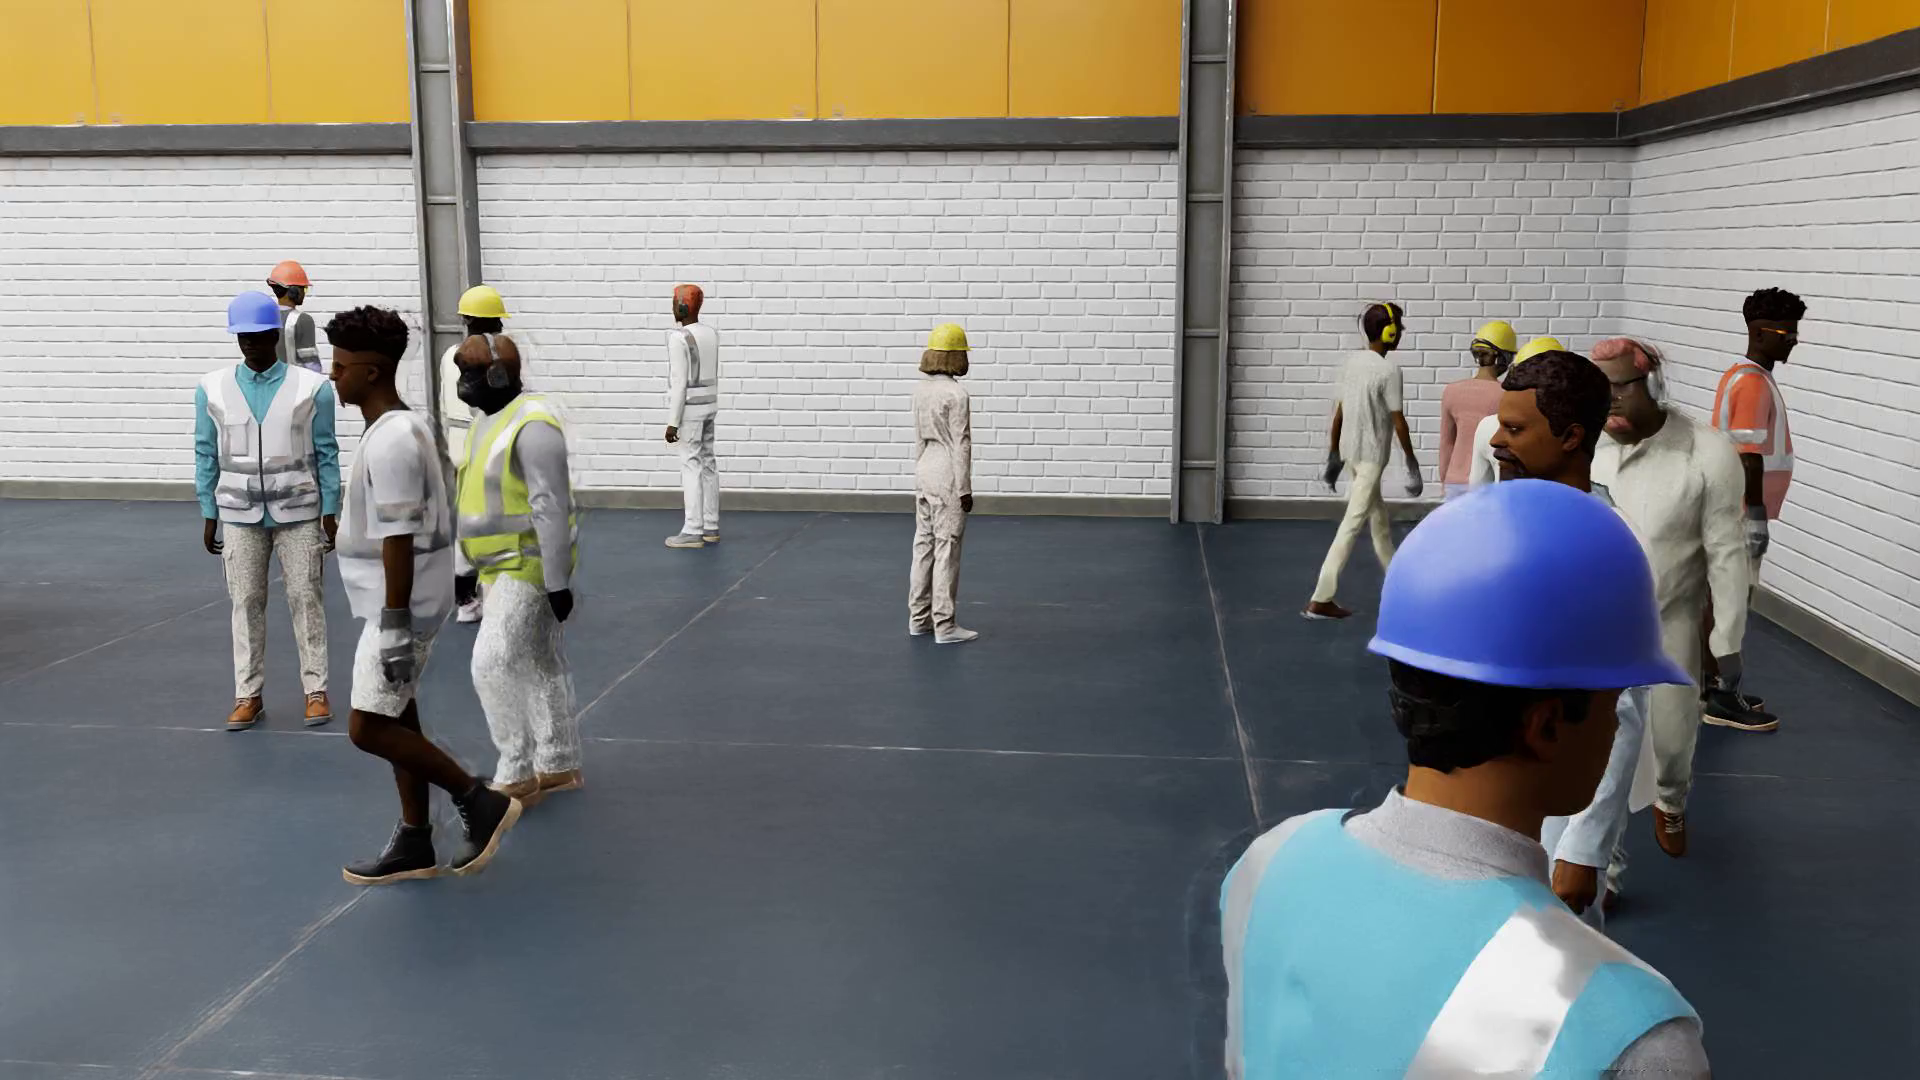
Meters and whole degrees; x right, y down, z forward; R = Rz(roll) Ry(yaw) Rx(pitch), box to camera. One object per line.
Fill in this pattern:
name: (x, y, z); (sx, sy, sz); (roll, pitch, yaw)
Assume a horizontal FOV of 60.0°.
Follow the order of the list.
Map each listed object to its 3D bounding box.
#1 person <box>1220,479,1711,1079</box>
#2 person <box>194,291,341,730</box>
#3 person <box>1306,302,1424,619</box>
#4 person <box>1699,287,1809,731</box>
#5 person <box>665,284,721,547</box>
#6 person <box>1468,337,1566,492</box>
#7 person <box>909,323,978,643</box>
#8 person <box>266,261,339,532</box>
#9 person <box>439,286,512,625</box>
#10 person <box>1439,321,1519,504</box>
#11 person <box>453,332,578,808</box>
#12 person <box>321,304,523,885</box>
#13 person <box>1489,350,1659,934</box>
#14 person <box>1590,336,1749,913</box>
person: (0.387, 0.900, 1.573); (0.641, 1.925, 0.614); (-3, 10, -17)
person: (-3.073, -0.128, 7.411); (0.607, 1.948, 0.389); (-2, 10, -13)
person: (2.426, -0.451, 9.622); (0.968, 1.819, 0.548); (-4, 11, -19)
person: (3.530, -0.147, 7.475); (0.373, 1.962, 0.605); (3, 10, 19)
person: (-1.922, -0.887, 11.944); (0.352, 1.883, 0.576); (4, 11, 20)
person: (2.381, 0.039, 6.976); (0.317, 1.767, 0.535); (-7, 12, -36)
person: (-0.080, -0.310, 9.071); (0.331, 1.734, 0.482); (-6, 12, -30)
person: (-5.000, -1.069, 12.524); (0.615, 2.043, 0.373); (5, 11, 28)
person: (-2.667, -0.456, 9.346); (0.596, 1.925, 0.372); (9, 14, 43)
person: (2.776, -0.276, 8.816); (0.343, 1.755, 0.531); (-8, 13, -38)
person: (-1.746, 0.135, 6.315); (0.633, 1.821, 0.639); (-6, 11, -30)
person: (-1.808, 0.206, 5.480); (0.484, 1.951, 0.627); (-3, 10, -17)
person: (1.268, 0.554, 3.589); (0.391, 1.919, 0.590); (-1, 10, -4)
person: (2.215, 0.257, 5.443); (0.669, 1.865, 0.870); (6, 12, 32)
